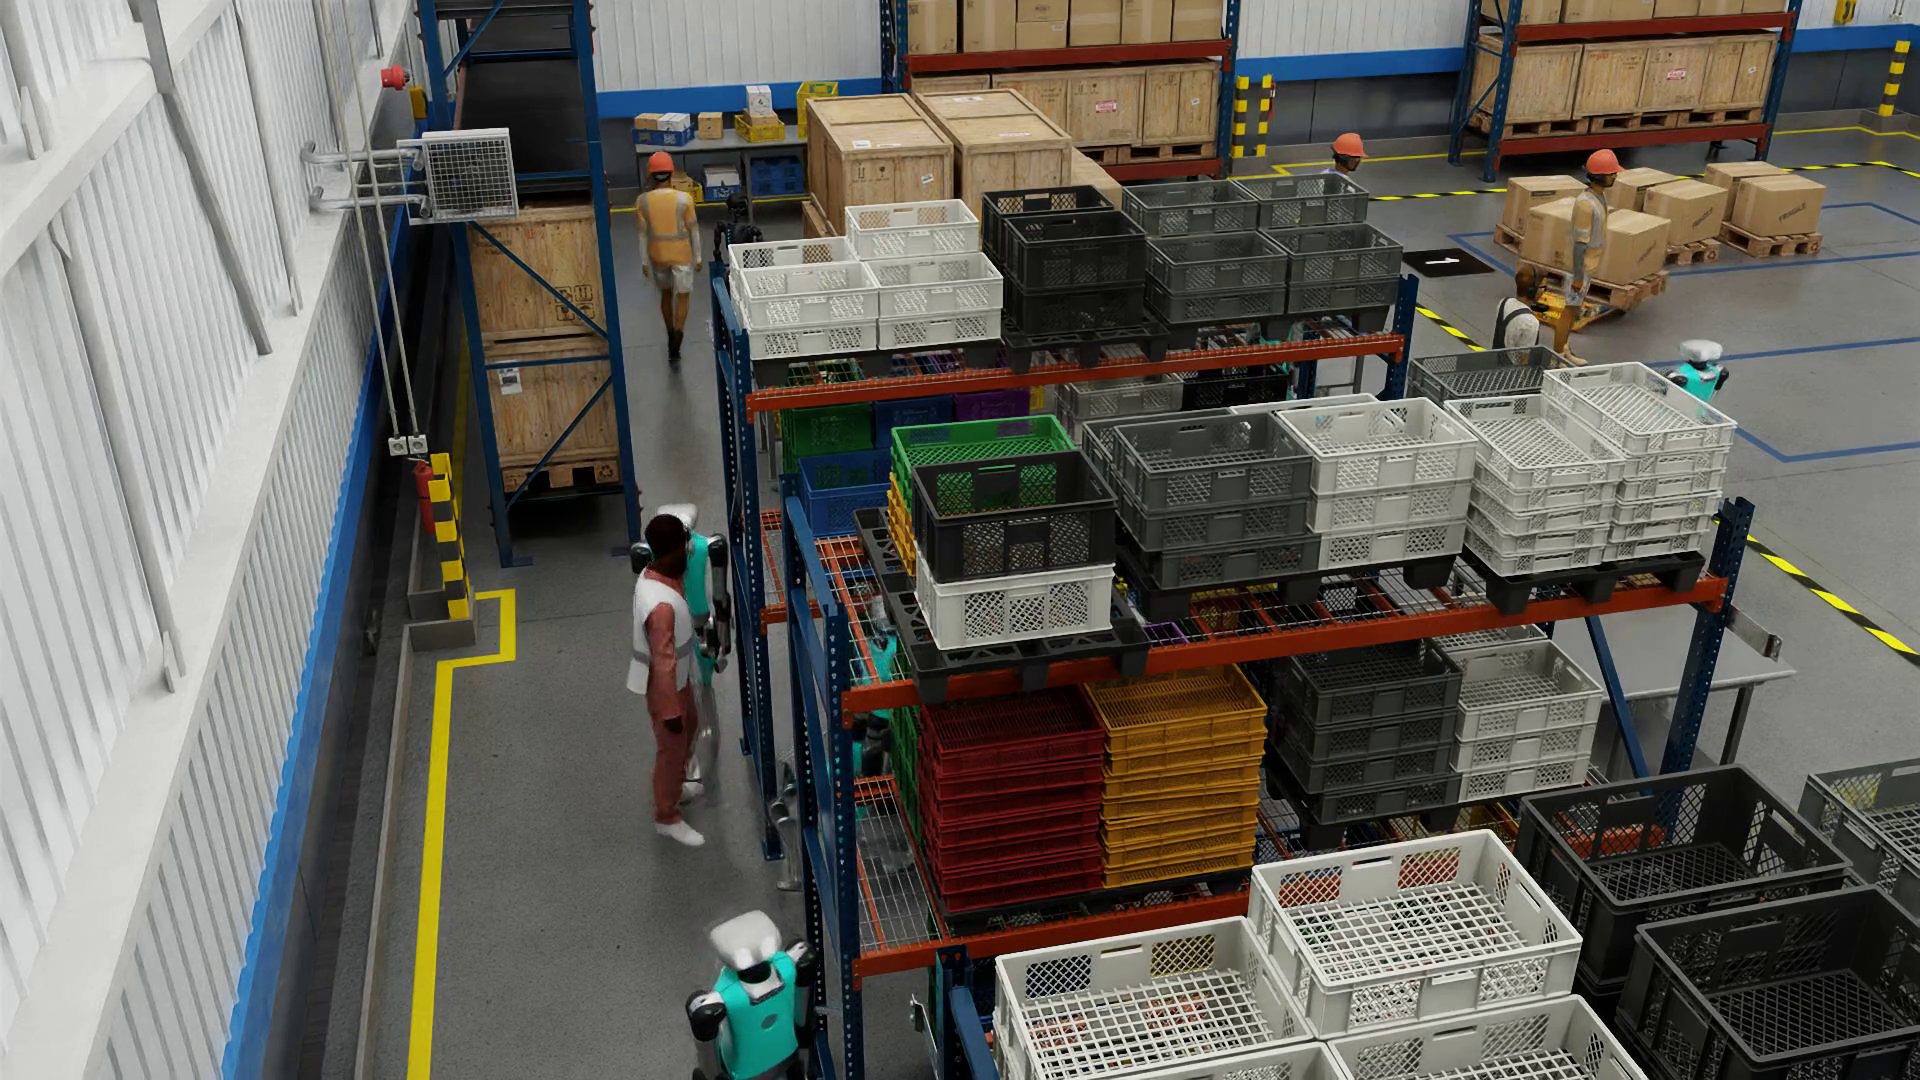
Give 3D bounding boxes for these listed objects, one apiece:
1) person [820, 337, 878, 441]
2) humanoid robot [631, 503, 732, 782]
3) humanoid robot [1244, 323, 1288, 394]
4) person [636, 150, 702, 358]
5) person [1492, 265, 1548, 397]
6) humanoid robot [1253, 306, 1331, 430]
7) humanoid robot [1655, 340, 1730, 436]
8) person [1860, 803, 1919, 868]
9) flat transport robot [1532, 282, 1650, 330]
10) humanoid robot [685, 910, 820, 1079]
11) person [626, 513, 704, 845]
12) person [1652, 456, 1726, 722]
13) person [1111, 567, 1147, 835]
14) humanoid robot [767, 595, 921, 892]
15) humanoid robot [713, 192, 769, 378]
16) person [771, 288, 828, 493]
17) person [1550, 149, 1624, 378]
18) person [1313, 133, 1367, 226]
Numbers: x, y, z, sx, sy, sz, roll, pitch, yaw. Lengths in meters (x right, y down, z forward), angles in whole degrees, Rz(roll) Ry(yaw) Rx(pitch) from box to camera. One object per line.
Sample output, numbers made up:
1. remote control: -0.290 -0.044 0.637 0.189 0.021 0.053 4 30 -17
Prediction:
1. person: -0.815 -0.923 12.111 0.429 1.844 0.625 -8 29 -15
2. humanoid robot: -1.577 0.559 9.510 0.540 1.883 0.726 -6 28 -12
3. humanoid robot: 2.545 -1.502 13.326 0.920 1.760 0.562 -7 29 -14
4. person: -2.649 -2.581 15.194 0.553 1.910 0.718 1 28 2
5. person: 4.195 -1.205 12.655 0.350 1.840 0.498 -6 28 -11
6. humanoid robot: 2.606 -1.298 12.917 0.723 1.769 0.530 -16 32 -28
7. humanoid robot: 4.804 -0.640 11.689 0.557 1.771 0.819 -13 30 -23
8. person: 3.946 1.747 7.194 0.903 1.690 0.502 -7 29 -14
9. flat transport robot: 6.246 -2.434 16.635 1.431 0.197 0.652 -22 35 -35
10. humanoid robot: -0.897 2.135 6.542 0.544 1.903 0.750 -20 34 -33
11. person: -1.585 0.764 8.877 0.366 1.888 0.674 -3 28 -5
12. person: 4.089 0.358 9.702 0.564 1.812 0.964 -5 28 -9
13. person: 0.790 0.891 8.645 0.310 1.864 0.529 -7 29 -13
14. humanoid robot: -0.648 1.133 8.378 1.032 1.729 0.543 -11 30 -21
15. humanoid robot: -1.960 -2.284 14.853 0.599 1.657 0.315 15 31 25
16. person: -1.018 -1.133 12.639 0.875 1.701 0.548 -4 28 -7
17. person: 5.562 -2.457 14.803 0.355 2.047 0.613 14 31 24
18. person: 3.458 -2.726 15.325 0.390 2.038 0.605 -9 29 -16
